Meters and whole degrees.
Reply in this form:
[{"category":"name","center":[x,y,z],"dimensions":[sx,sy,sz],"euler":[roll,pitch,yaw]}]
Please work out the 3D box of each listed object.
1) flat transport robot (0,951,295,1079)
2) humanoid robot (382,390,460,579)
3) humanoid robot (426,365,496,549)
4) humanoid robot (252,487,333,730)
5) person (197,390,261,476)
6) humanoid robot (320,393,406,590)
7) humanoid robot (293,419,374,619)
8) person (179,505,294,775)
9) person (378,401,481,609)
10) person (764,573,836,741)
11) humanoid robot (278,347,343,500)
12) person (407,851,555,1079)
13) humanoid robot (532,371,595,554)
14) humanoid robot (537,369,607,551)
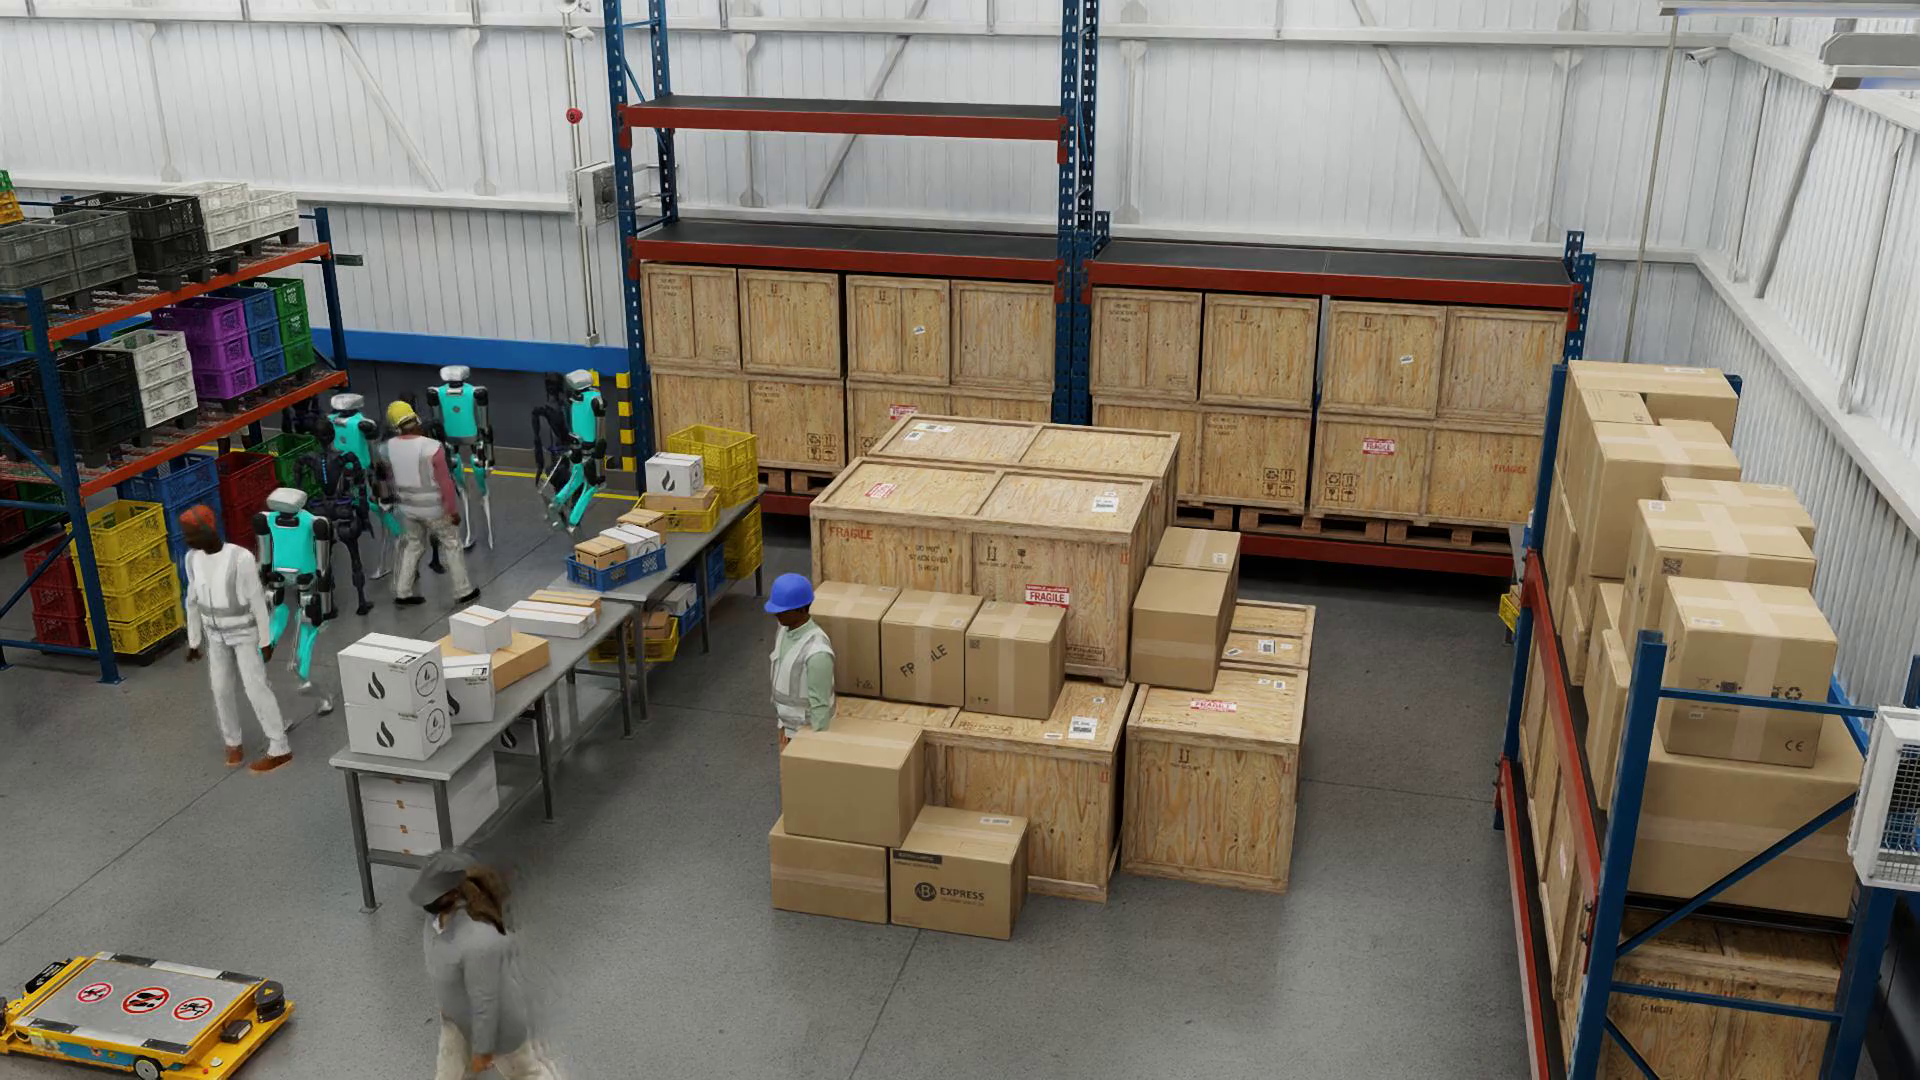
[{"category":"flat transport robot","center":[-4.270,2.464,8.601],"dimensions":[1.431,0.231,0.659],"euler":[5,22,13]},{"category":"humanoid robot","center":[-4.647,-0.495,14.365],"dimensions":[0.615,1.655,0.346],"euler":[-12,24,-28]},{"category":"humanoid robot","center":[-4.418,-0.764,14.961],"dimensions":[0.531,1.769,0.705],"euler":[-2,21,-5]},{"category":"humanoid robot","center":[-4.676,0.559,11.559],"dimensions":[0.581,1.780,0.893],"euler":[1,21,3]},{"category":"person","center":[-7.085,-1.352,16.105],"dimensions":[0.610,2.039,0.387],"euler":[-8,22,-20]},{"category":"humanoid robot","center":[-4.935,-0.433,14.130],"dimensions":[0.537,1.788,0.752],"euler":[8,22,19]},{"category":"humanoid robot","center":[-5.101,-0.179,13.532],"dimensions":[0.593,1.652,0.319],"euler":[-4,21,-11]},{"category":"person","center":[-4.867,0.655,11.133],"dimensions":[0.615,1.844,0.380],"euler":[7,22,17]},{"category":"person","center":[-4.395,-0.277,13.655],"dimensions":[0.628,1.776,0.526],"euler":[7,22,17]},{"category":"person","center":[-0.936,1.089,9.865],"dimensions":[0.411,1.939,0.602],"euler":[-10,23,-24]},{"category":"humanoid robot","center":[-6.198,-1.050,15.855],"dimensions":[0.459,1.634,0.589],"euler":[4,21,11]},{"category":"person","center":[-2.178,2.128,7.445],"dimensions":[0.897,1.709,0.567],"euler":[-17,26,-37]},{"category":"humanoid robot","center":[-3.499,-0.685,14.930],"dimensions":[0.609,1.658,0.686],"euler":[-15,25,-33]},{"category":"humanoid robot","center":[-3.388,-0.573,14.445],"dimensions":[0.662,1.770,0.545],"euler":[-18,28,-40]}]
